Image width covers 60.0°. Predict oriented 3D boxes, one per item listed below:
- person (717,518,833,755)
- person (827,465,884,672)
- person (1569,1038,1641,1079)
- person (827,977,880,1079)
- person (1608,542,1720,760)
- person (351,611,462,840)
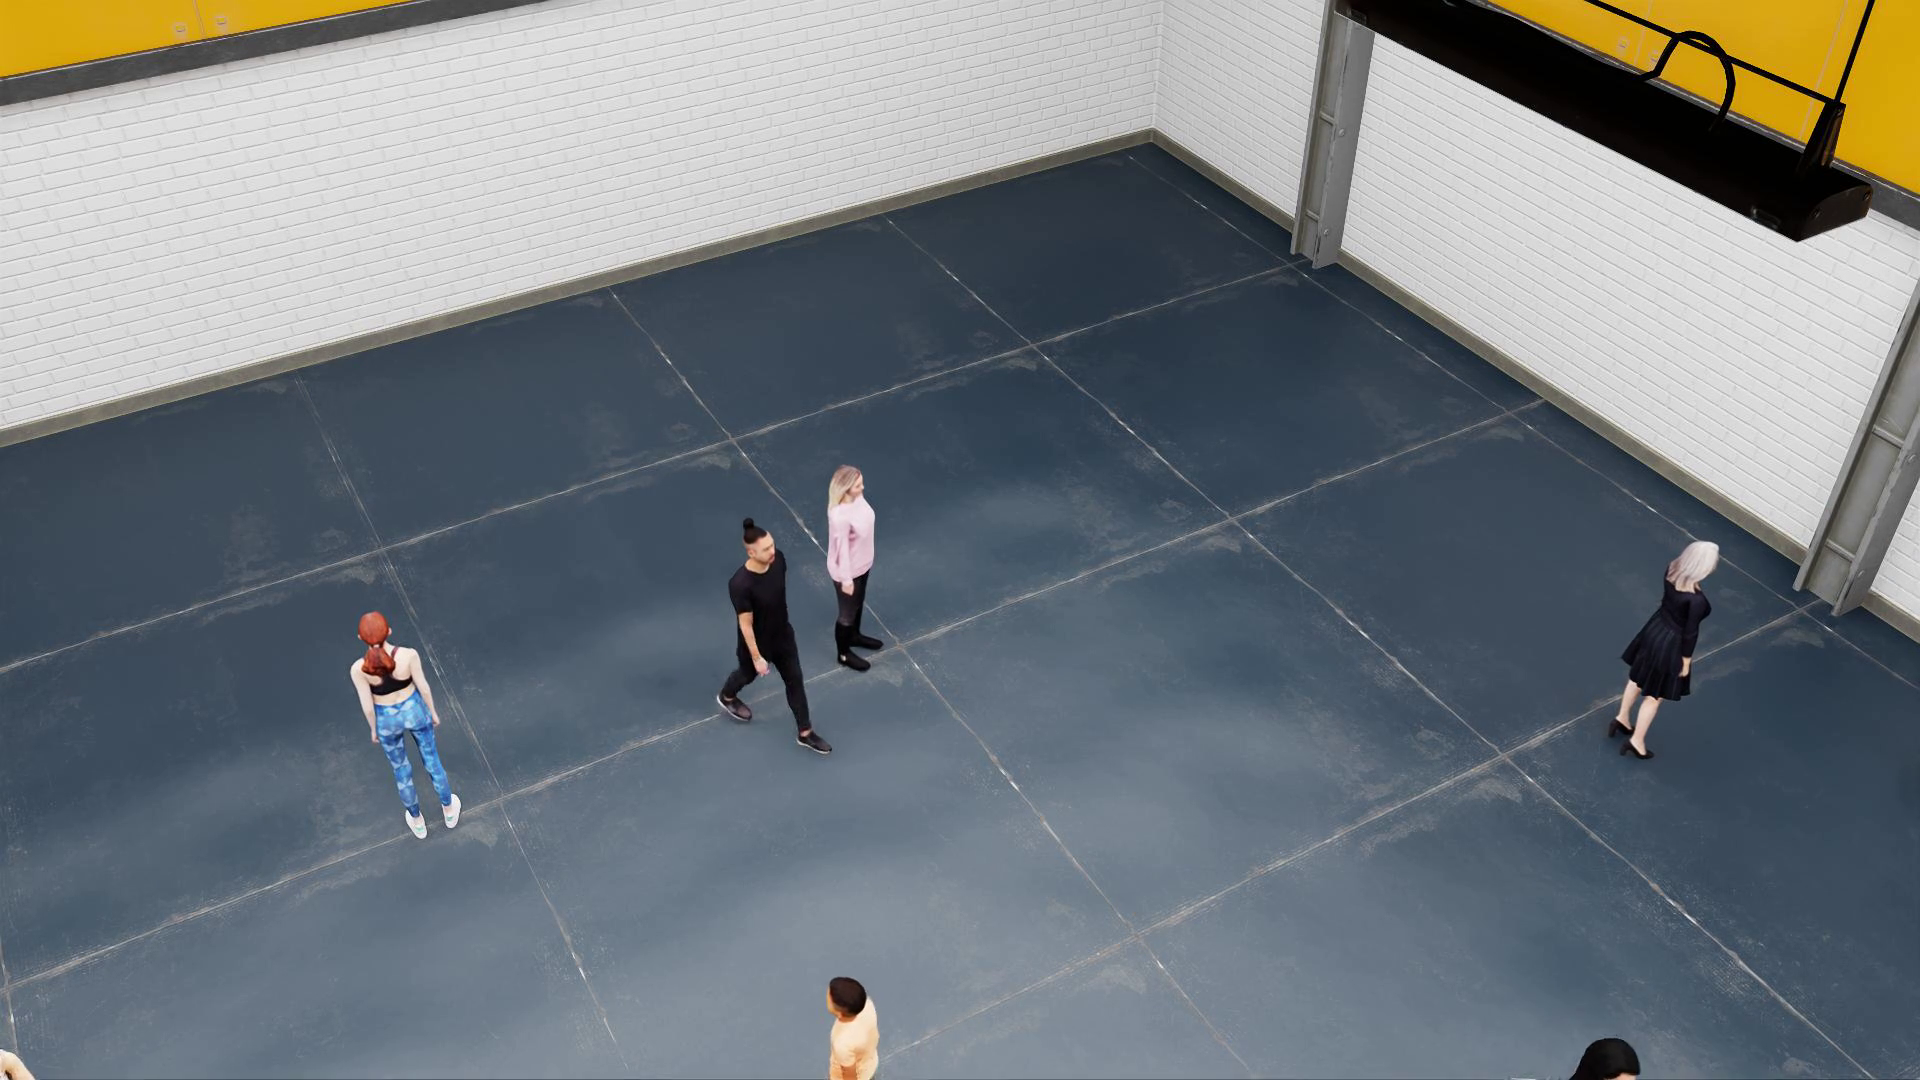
[{"bbox_3d":[-1.357,0.589,10.839,1.284,1.823,0.999,24,44,27],"label":"person"},{"bbox_3d":[-0.771,0.168,11.475,0.744,1.686,0.685,10,40,12],"label":"person"},{"bbox_3d":[2.881,2.852,8.141,0.697,1.654,1.124,-28,46,-30],"label":"person"},{"bbox_3d":[-0.471,2.718,8.479,0.942,1.442,0.834,13,40,16],"label":"person"},{"bbox_3d":[4.572,0.699,10.766,0.761,1.741,0.639,-4,39,-5],"label":"person"},{"bbox_3d":[-3.410,1.130,10.193,0.591,1.784,0.601,-16,41,-19],"label":"person"}]
